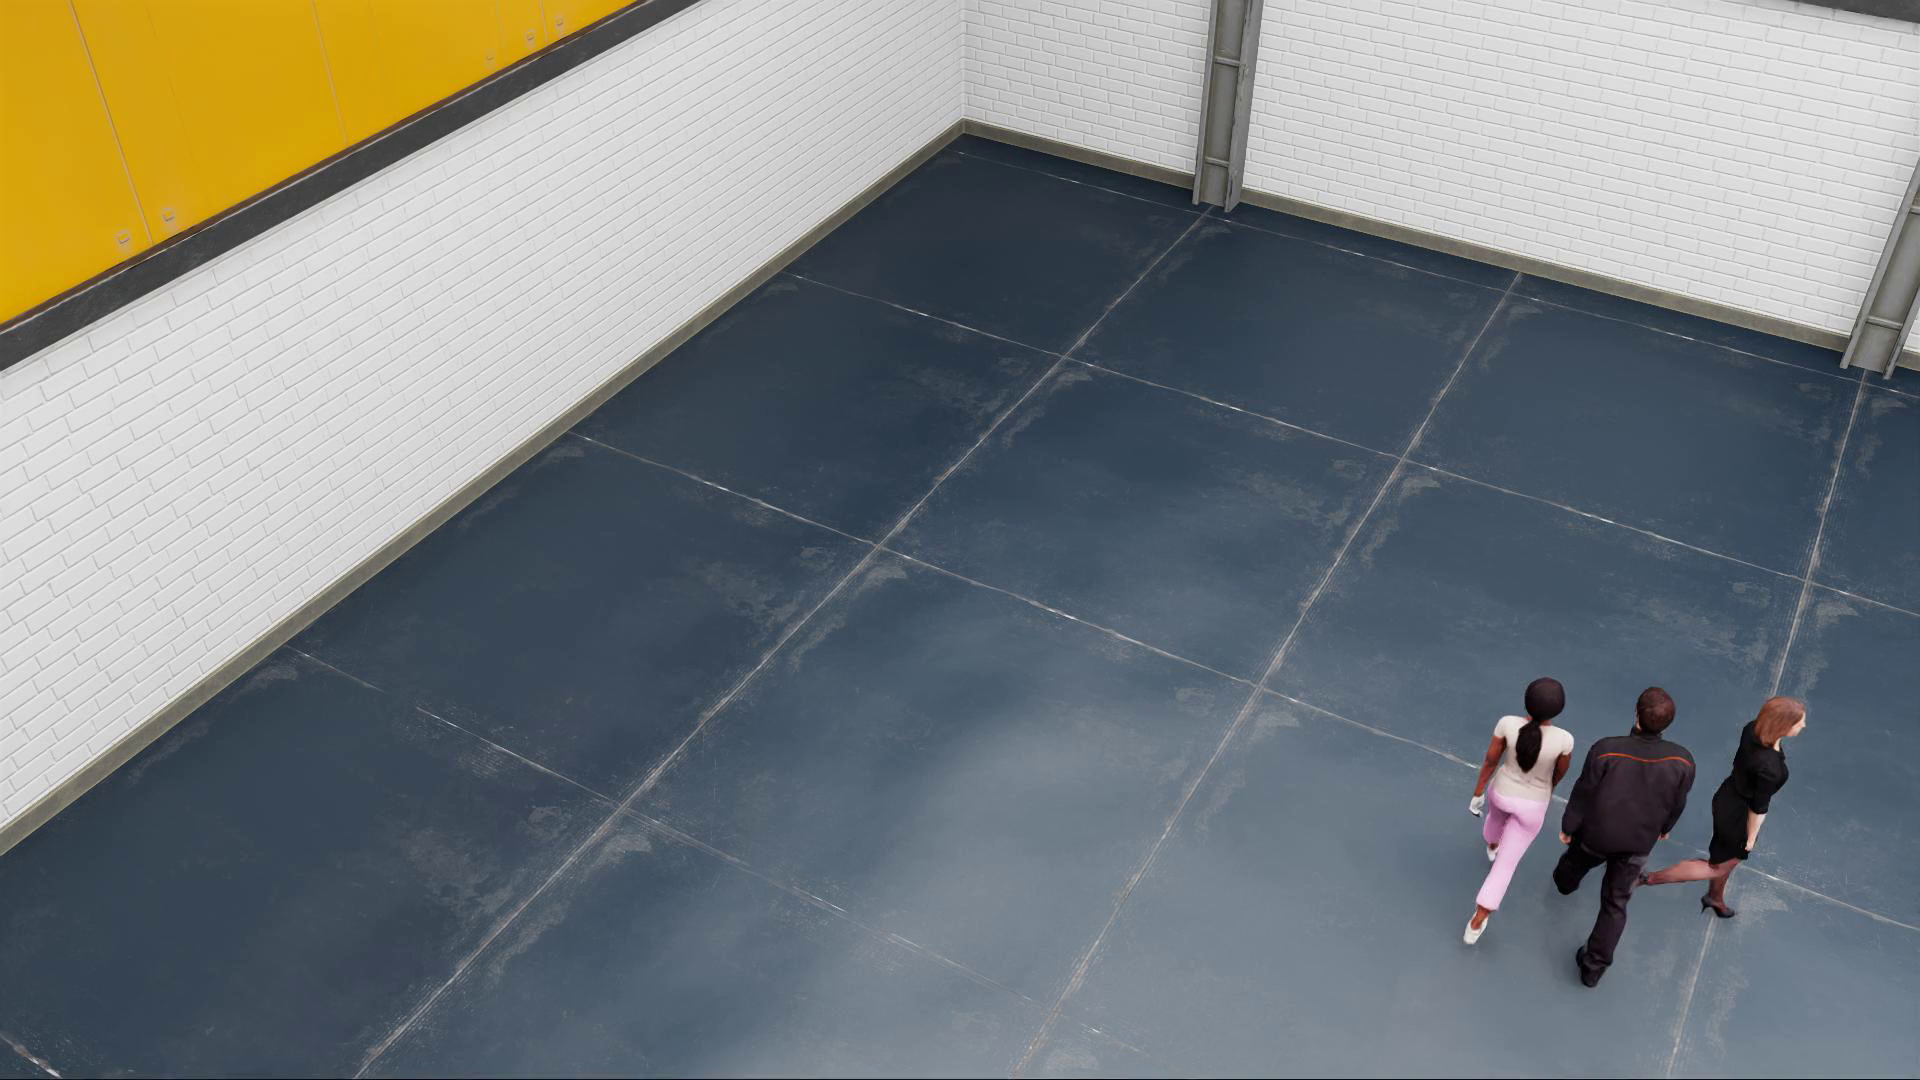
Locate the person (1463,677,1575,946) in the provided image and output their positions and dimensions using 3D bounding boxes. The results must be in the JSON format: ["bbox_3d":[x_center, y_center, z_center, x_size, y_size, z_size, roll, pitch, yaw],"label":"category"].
[{"bbox_3d":[3.024,1.506,9.091,1.095,1.688,0.657,21,43,24],"label":"person"}]

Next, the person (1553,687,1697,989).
[{"bbox_3d":[3.491,1.634,8.843,1.177,1.798,1.016,6,39,7],"label":"person"}]

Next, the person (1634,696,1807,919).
[{"bbox_3d":[4.161,1.501,9.101,1.016,1.685,0.796,7,39,8],"label":"person"}]
